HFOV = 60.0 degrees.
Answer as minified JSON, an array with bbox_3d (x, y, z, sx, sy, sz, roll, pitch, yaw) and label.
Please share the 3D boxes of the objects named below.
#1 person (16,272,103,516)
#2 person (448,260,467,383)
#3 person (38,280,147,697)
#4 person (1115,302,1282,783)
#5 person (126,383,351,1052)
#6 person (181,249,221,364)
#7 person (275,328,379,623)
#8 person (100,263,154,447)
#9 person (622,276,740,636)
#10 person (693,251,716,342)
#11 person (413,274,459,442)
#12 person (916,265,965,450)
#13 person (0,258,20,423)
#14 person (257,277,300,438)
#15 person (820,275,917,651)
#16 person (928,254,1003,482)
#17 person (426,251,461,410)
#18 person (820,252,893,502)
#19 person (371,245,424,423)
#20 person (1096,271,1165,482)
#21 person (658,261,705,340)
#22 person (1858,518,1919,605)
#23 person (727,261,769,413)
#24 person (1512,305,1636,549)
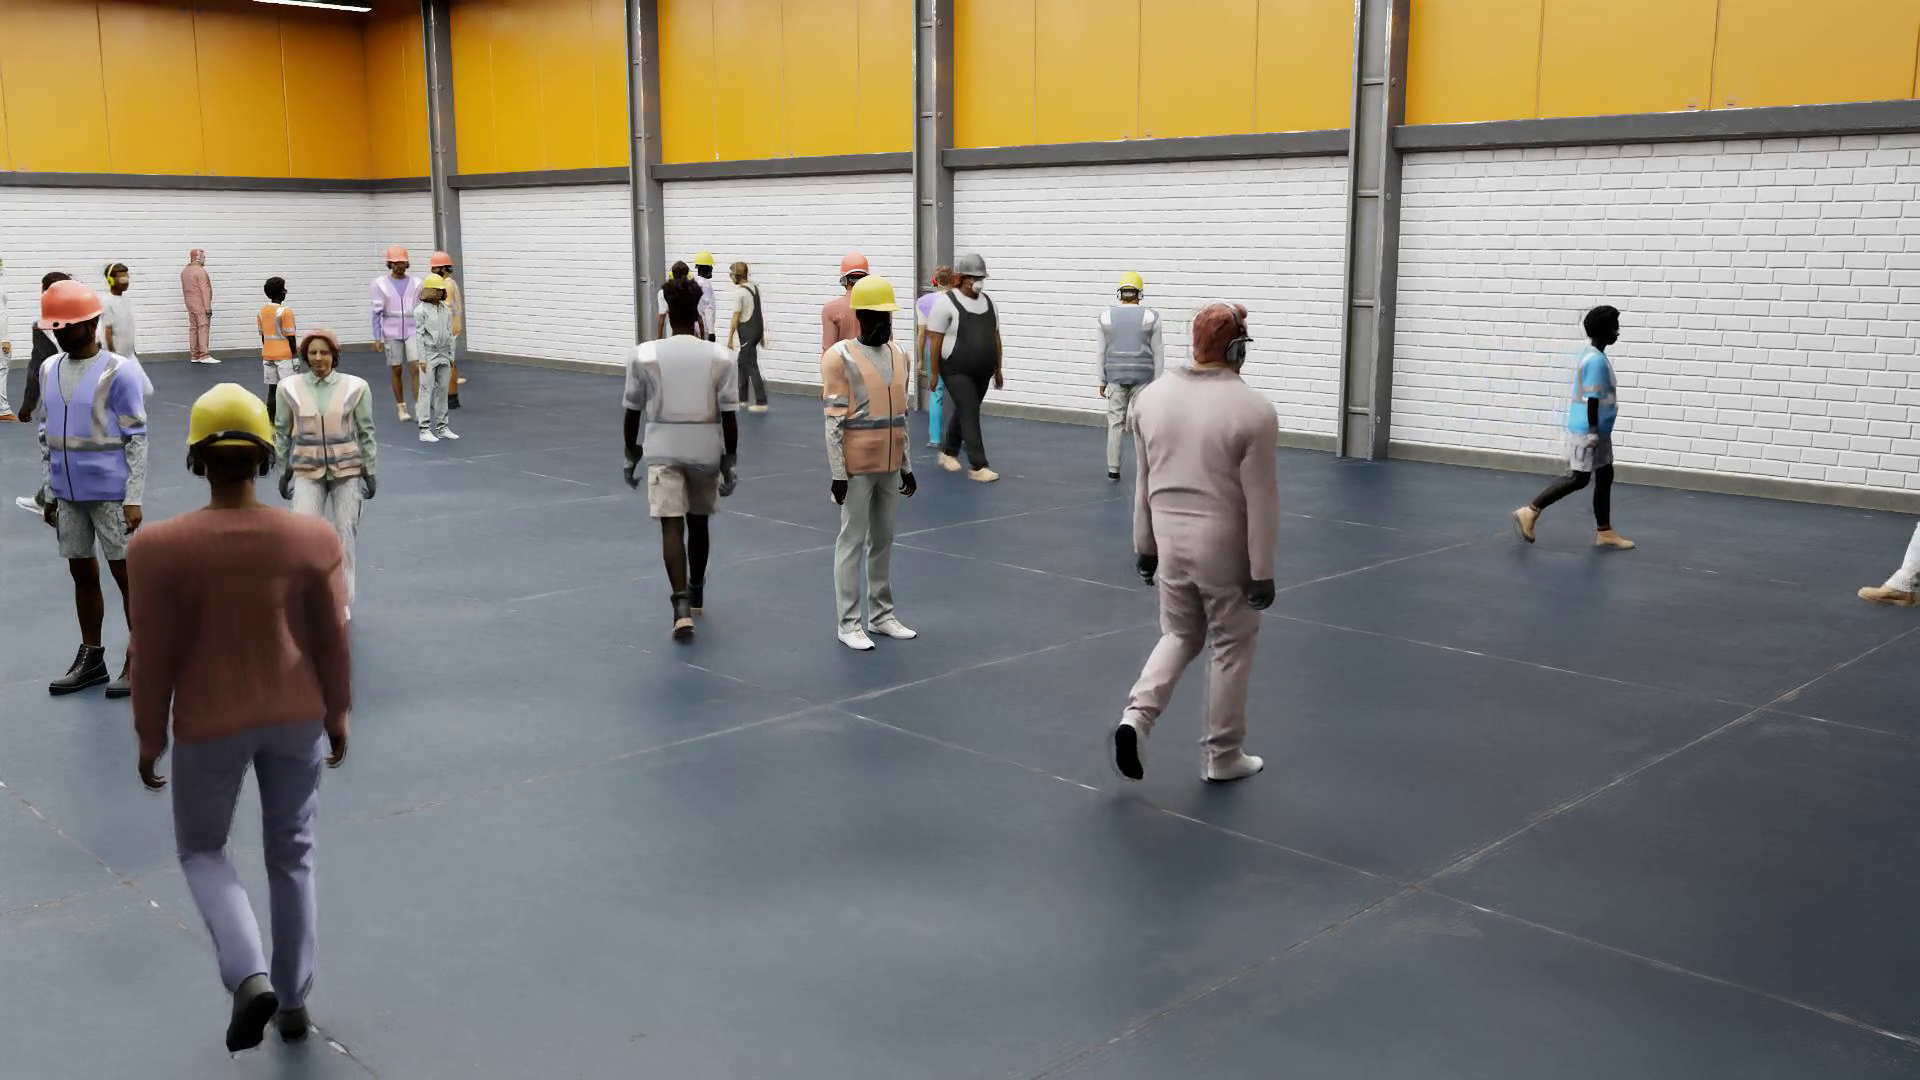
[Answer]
[{"bbox_3d":[-6.683,-1.064,12.436,1.047,1.861,0.599,2,10,8],"label":"person"},{"bbox_3d":[-7.414,-3.179,24.026,0.429,1.844,0.627,-8,13,-36],"label":"person"},{"bbox_3d":[-4.020,-0.228,7.691,0.542,1.930,0.366,2,11,13],"label":"person"},{"bbox_3d":[0.919,0.041,6.339,0.656,1.884,0.648,10,14,42],"label":"person"},{"bbox_3d":[-1.829,0.479,4.294,0.540,1.756,0.448,-7,12,-33],"label":"person"},{"bbox_3d":[-12.679,-3.898,27.773,0.651,1.904,0.401,8,13,36],"label":"person"},{"bbox_3d":[-3.475,-0.349,9.154,0.537,1.623,0.364,-3,11,-17],"label":"person"},{"bbox_3d":[-8.366,-1.841,16.683,0.386,1.855,0.571,0,10,2],"label":"person"},{"bbox_3d":[-1.508,-0.465,9.026,0.624,1.925,1.009,-3,11,-15],"label":"person"},{"bbox_3d":[-3.266,-2.709,21.225,0.367,1.928,0.584,-6,12,-31],"label":"person"},{"bbox_3d":[-5.448,-1.893,17.309,0.326,1.736,0.482,5,12,27],"label":"person"},{"bbox_3d":[-0.152,-1.809,16.564,0.564,1.837,0.399,-1,10,-8],"label":"person"},{"bbox_3d":[-10.999,-2.296,18.947,0.635,1.936,0.354,8,13,38],"label":"person"},{"bbox_3d":[-7.150,-1.914,17.513,0.535,1.700,0.318,6,12,31],"label":"person"},{"bbox_3d":[-0.454,-0.403,8.653,0.365,1.927,0.588,9,14,40],"label":"person"},{"bbox_3d":[0.057,-1.577,14.742,0.682,2.000,1.038,-8,13,-39],"label":"person"},{"bbox_3d":[-6.355,-2.574,20.477,0.395,1.935,0.552,-3,11,-14],"label":"person"},{"bbox_3d":[-0.820,-1.279,13.240,0.611,1.996,0.378,-4,11,-23],"label":"person"},{"bbox_3d":[-6.308,-2.314,18.828,0.632,2.008,0.929,-5,12,-26],"label":"person"},{"bbox_3d":[1.472,-1.397,14.340,0.587,1.828,0.404,3,11,15],"label":"person"},{"bbox_3d":[-3.157,-2.222,18.795,0.561,1.837,0.873,-2,11,-11],"label":"person"},{"bbox_3d":[5.736,-0.451,9.314,1.011,1.788,0.637,5,12,26],"label":"person"},{"bbox_3d":[-2.643,-2.438,20.053,0.776,1.810,0.534,4,11,21],"label":"person"},{"bbox_3d":[4.211,-0.759,11.302,0.754,1.675,0.537,4,11,20],"label":"person"}]
